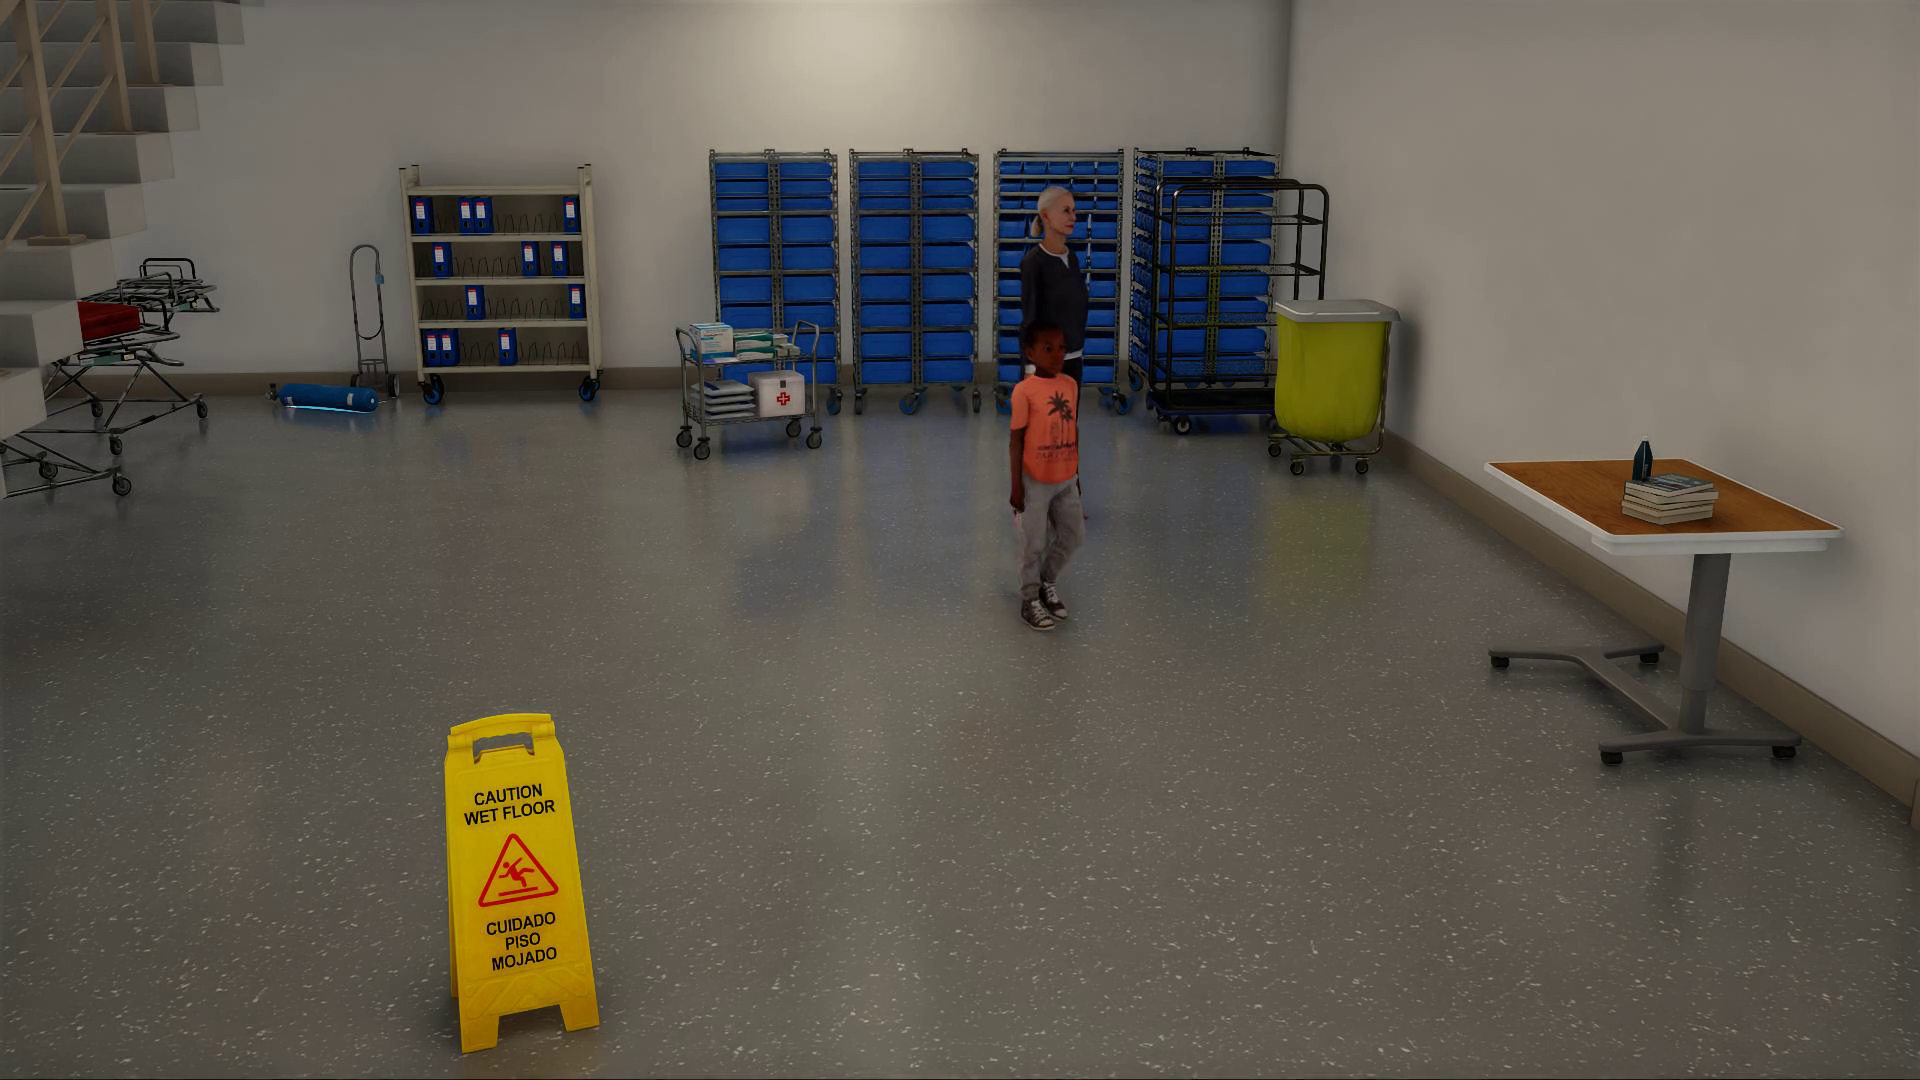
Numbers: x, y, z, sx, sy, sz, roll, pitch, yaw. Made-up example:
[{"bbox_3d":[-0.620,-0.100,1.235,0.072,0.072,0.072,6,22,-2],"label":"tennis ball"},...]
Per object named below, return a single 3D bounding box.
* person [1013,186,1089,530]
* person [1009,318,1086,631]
[{"bbox_3d":[0.462,-0.933,8.483,0.727,1.725,0.674,14,21,40],"label":"person"},{"bbox_3d":[0.326,-0.284,6.960,0.585,1.302,0.608,-8,17,-25],"label":"person"}]
